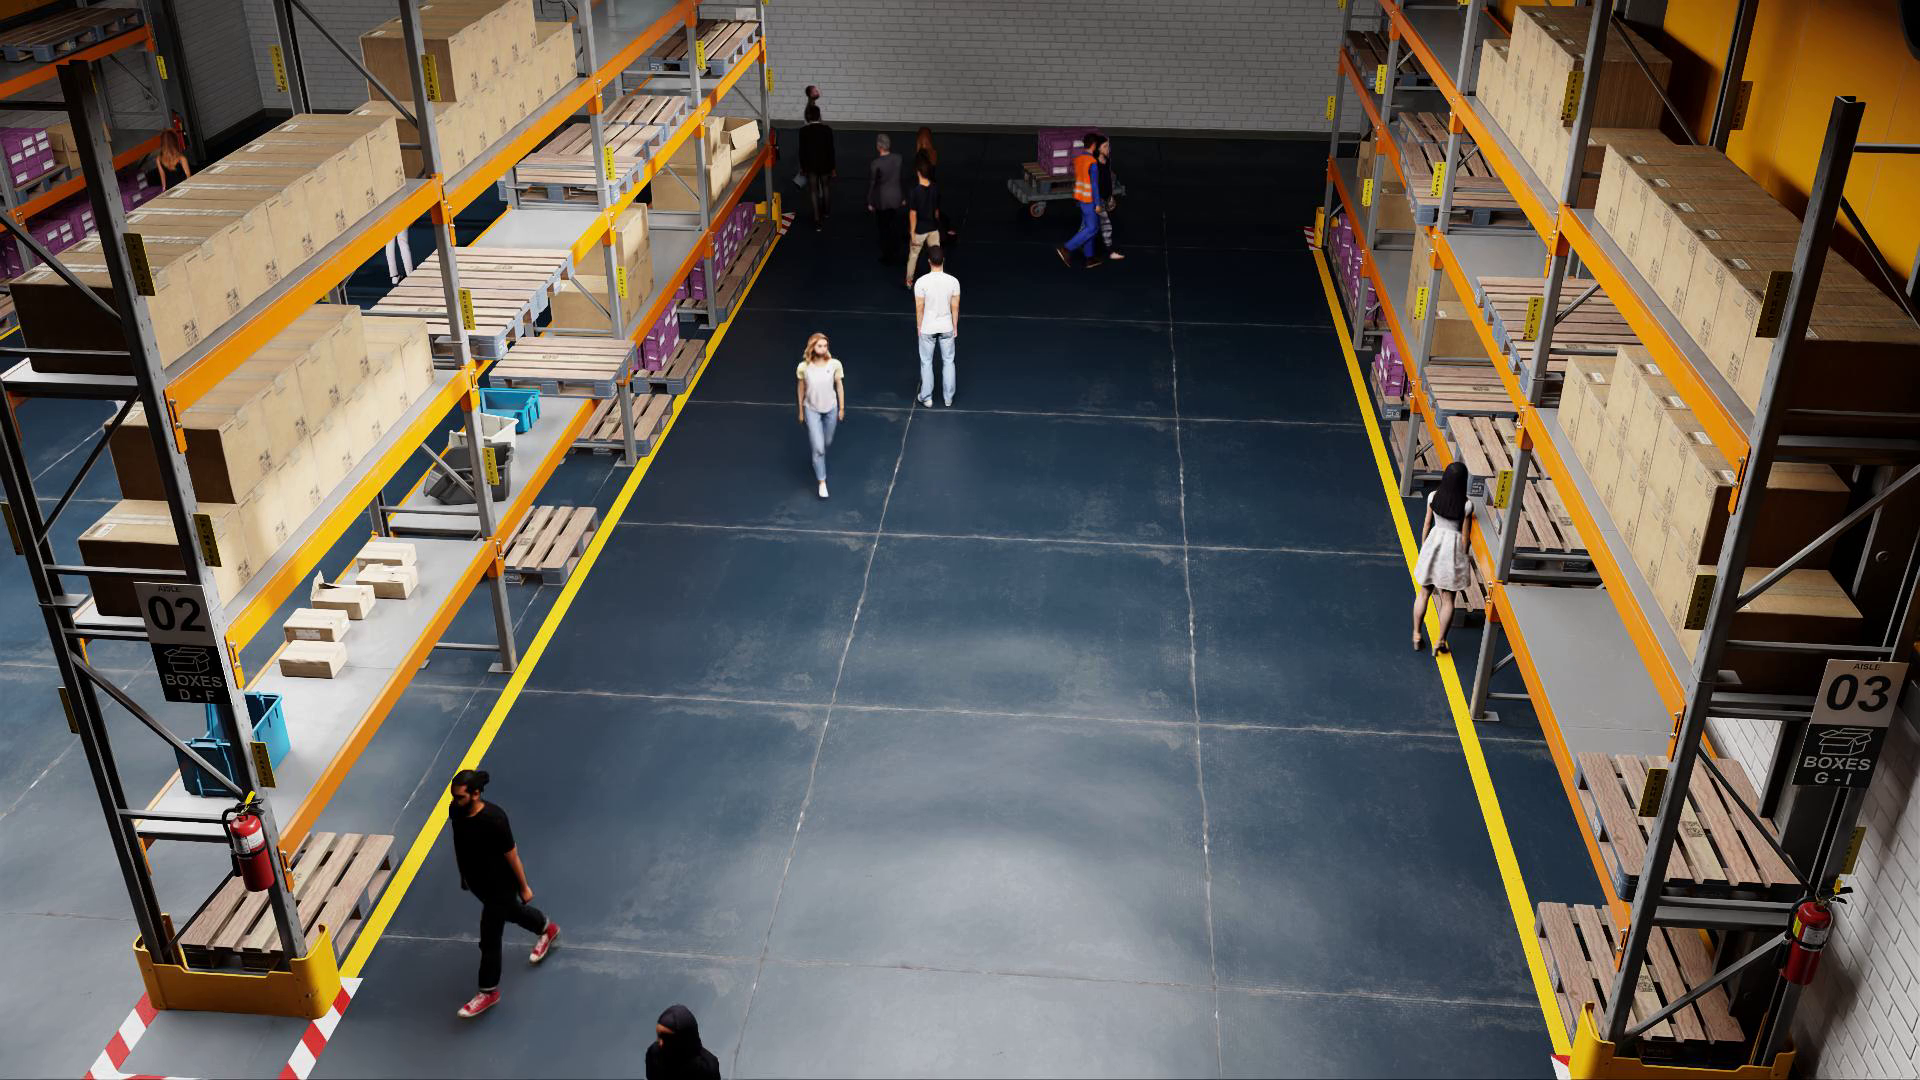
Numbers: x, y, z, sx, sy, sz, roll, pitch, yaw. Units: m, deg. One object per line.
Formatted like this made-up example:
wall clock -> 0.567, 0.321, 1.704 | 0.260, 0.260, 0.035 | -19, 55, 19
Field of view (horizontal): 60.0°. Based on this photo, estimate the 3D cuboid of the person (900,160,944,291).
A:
person -> -0.396, -3.965, 21.612 | 1.093, 1.805, 1.276 | -15, 32, -25

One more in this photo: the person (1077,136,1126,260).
person -> 1.866, -4.779, 23.229 | 1.050, 1.686, 1.136 | 20, 34, 32

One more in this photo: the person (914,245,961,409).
person -> -0.261, -2.393, 18.673 | 0.735, 1.860, 0.674 | -6, 29, -11

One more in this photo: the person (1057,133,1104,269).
person -> 1.658, -4.600, 22.757 | 1.110, 1.823, 1.089 | -9, 30, -16

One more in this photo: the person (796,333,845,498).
person -> -1.426, -1.329, 16.886 | 0.838, 1.703, 1.116 | -5, 29, -10

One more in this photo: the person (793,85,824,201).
person -> -2.321, -6.070, 25.508 | 0.704, 1.771, 0.748 | -2, 29, -4

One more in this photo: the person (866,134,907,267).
person -> -0.961, -4.655, 22.857 | 0.849, 1.826, 0.898 | -21, 35, -33

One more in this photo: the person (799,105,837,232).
person -> -2.080, -5.379, 24.268 | 0.849, 1.745, 1.230 | -3, 29, -5

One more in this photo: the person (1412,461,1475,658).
person -> 4.098, 0.156, 14.096 | 0.778, 1.769, 0.804 | 19, 34, 31

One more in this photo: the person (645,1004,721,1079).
person -> -1.414, 3.090, 8.883 | 0.753, 1.608, 0.863 | 12, 31, 21

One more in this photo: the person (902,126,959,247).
person -> -0.378, -4.978, 23.612 | 1.006, 1.668, 1.170 | 13, 31, 22

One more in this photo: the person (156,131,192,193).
person -> -10.989, -4.838, 23.336 | 0.596, 1.687, 1.071 | 2, 29, 4

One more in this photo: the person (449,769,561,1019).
person -> -2.895, 2.127, 10.536 | 1.013, 1.718, 1.219 | 17, 33, 29
